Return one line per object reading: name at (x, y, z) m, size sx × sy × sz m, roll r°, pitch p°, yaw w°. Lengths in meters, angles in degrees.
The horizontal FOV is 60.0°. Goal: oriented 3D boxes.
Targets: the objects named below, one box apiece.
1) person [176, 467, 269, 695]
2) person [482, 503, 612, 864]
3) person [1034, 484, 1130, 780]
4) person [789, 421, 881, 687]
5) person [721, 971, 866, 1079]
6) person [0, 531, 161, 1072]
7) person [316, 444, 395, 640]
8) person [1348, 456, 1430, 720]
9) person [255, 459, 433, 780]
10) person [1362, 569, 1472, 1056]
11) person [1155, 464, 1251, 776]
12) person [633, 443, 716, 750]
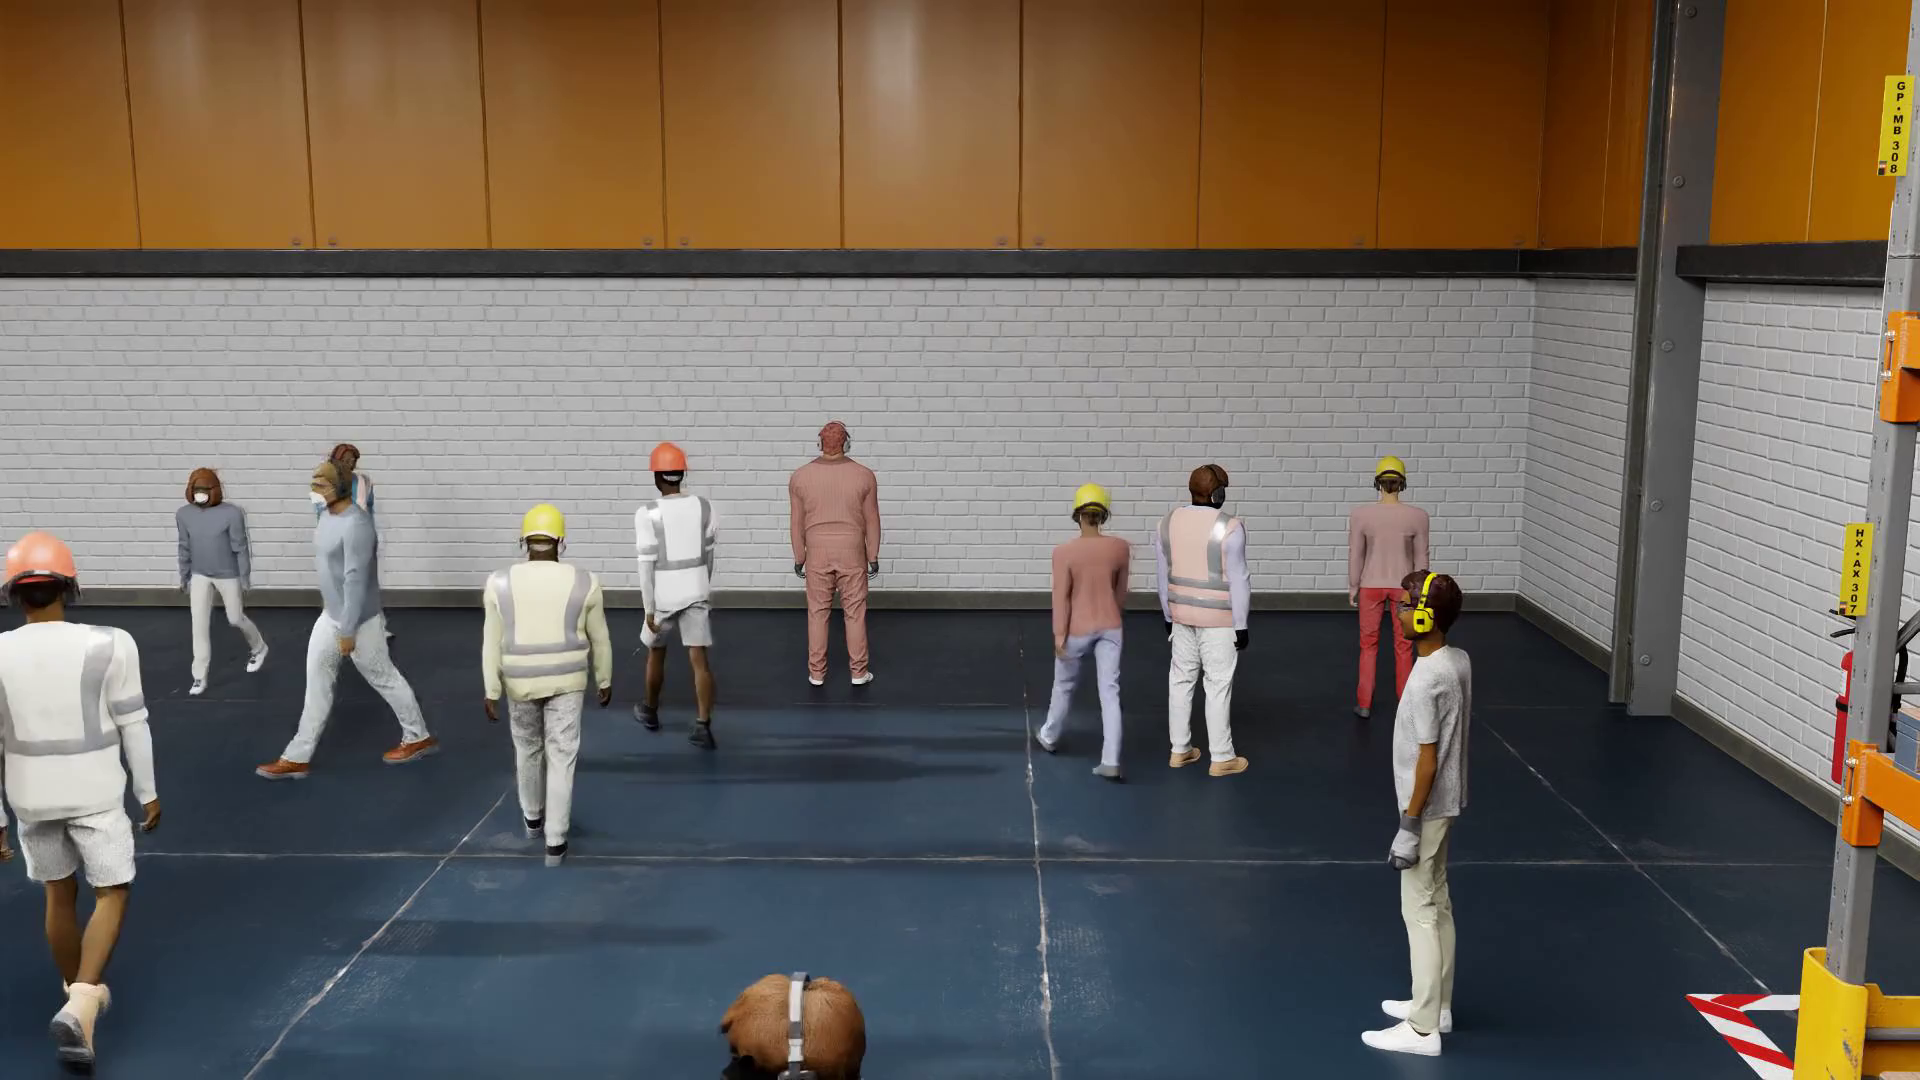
person at (-5.311, 0.249, 11.926) m, size 0.541 × 1.594 × 0.804 m, roll 0°, pitch 9°, yaw 2°
person at (-2.109, 0.701, 8.583) m, size 0.629 × 1.799 × 0.817 m, roll -1°, pitch 10°, yaw -8°
person at (0.751, 0.523, 9.903) m, size 0.539 × 1.713 × 0.892 m, roll -3°, pitch 10°, yaw -19°
person at (-0.881, 0.105, 11.844) m, size 0.642 × 1.909 × 0.408 m, roll 0°, pitch 9°, yaw 1°
person at (-0.227, 1.635, 2.919) m, size 0.431 × 1.835 × 0.632 m, roll -1°, pitch 10°, yaw -8°
person at (-3.391, 0.979, 6.274) m, size 0.617 × 2.023 × 0.850 m, roll -2°, pitch 10°, yaw -11°
person at (-4.879, 0.024, 13.267) m, size 0.882 × 1.585 × 0.539 m, roll 8°, pitch 13°, yaw 41°
person at (2.821, 0.323, 10.981) m, size 0.522 × 1.763 × 0.319 m, roll 2°, pitch 10°, yaw 12°
person at (-3.616, 0.460, 9.800) m, size 1.043 × 1.884 × 0.653 m, roll -8°, pitch 13°, yaw -41°
person at (1.767, 1.034, 6.375) m, size 0.320 × 1.876 × 0.533 m, roll 5°, pitch 11°, yaw 29°
person at (1.461, 0.469, 9.861) m, size 0.619 × 1.845 × 0.430 m, roll 9°, pitch 13°, yaw 42°
person at (-1.821, 0.332, 10.518) m, size 0.567 × 1.894 × 0.958 m, roll -6°, pitch 11°, yaw -31°
